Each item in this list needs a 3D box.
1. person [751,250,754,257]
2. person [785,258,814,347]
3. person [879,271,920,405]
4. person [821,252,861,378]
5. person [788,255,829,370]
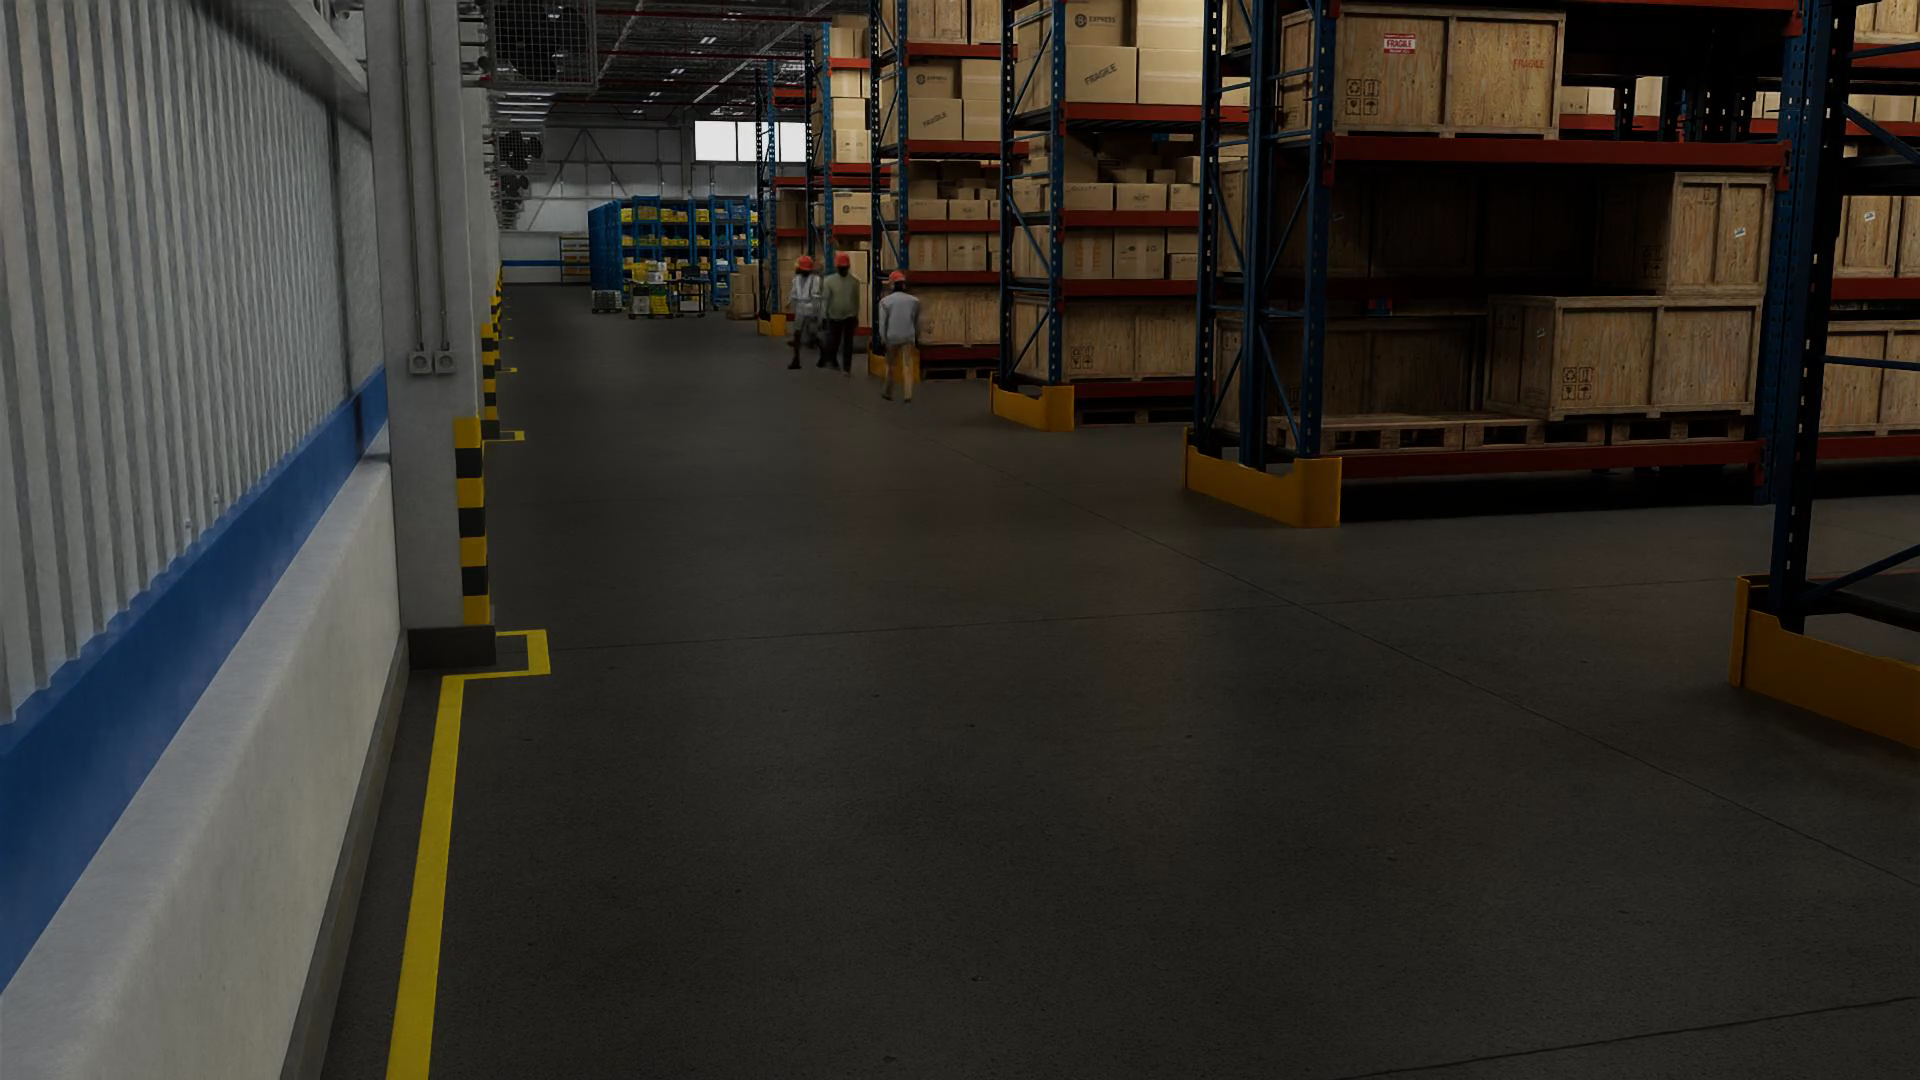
[{"bbox_3d":[-9.129,-11.896,73.660,0.563,1.847,0.389,-2,10,-13],"label":"person"},{"bbox_3d":[-3.182,-4.794,33.575,0.742,1.787,0.650,-5,11,-24],"label":"person"},{"bbox_3d":[-0.778,-2.604,21.439,0.572,1.704,0.892,-3,10,-16],"label":"person"},{"bbox_3d":[-1.862,-3.505,25.875,0.625,1.956,0.750,-3,10,-14],"label":"person"},{"bbox_3d":[-2.486,-3.762,27.480,0.564,1.893,0.701,5,11,27],"label":"person"}]
